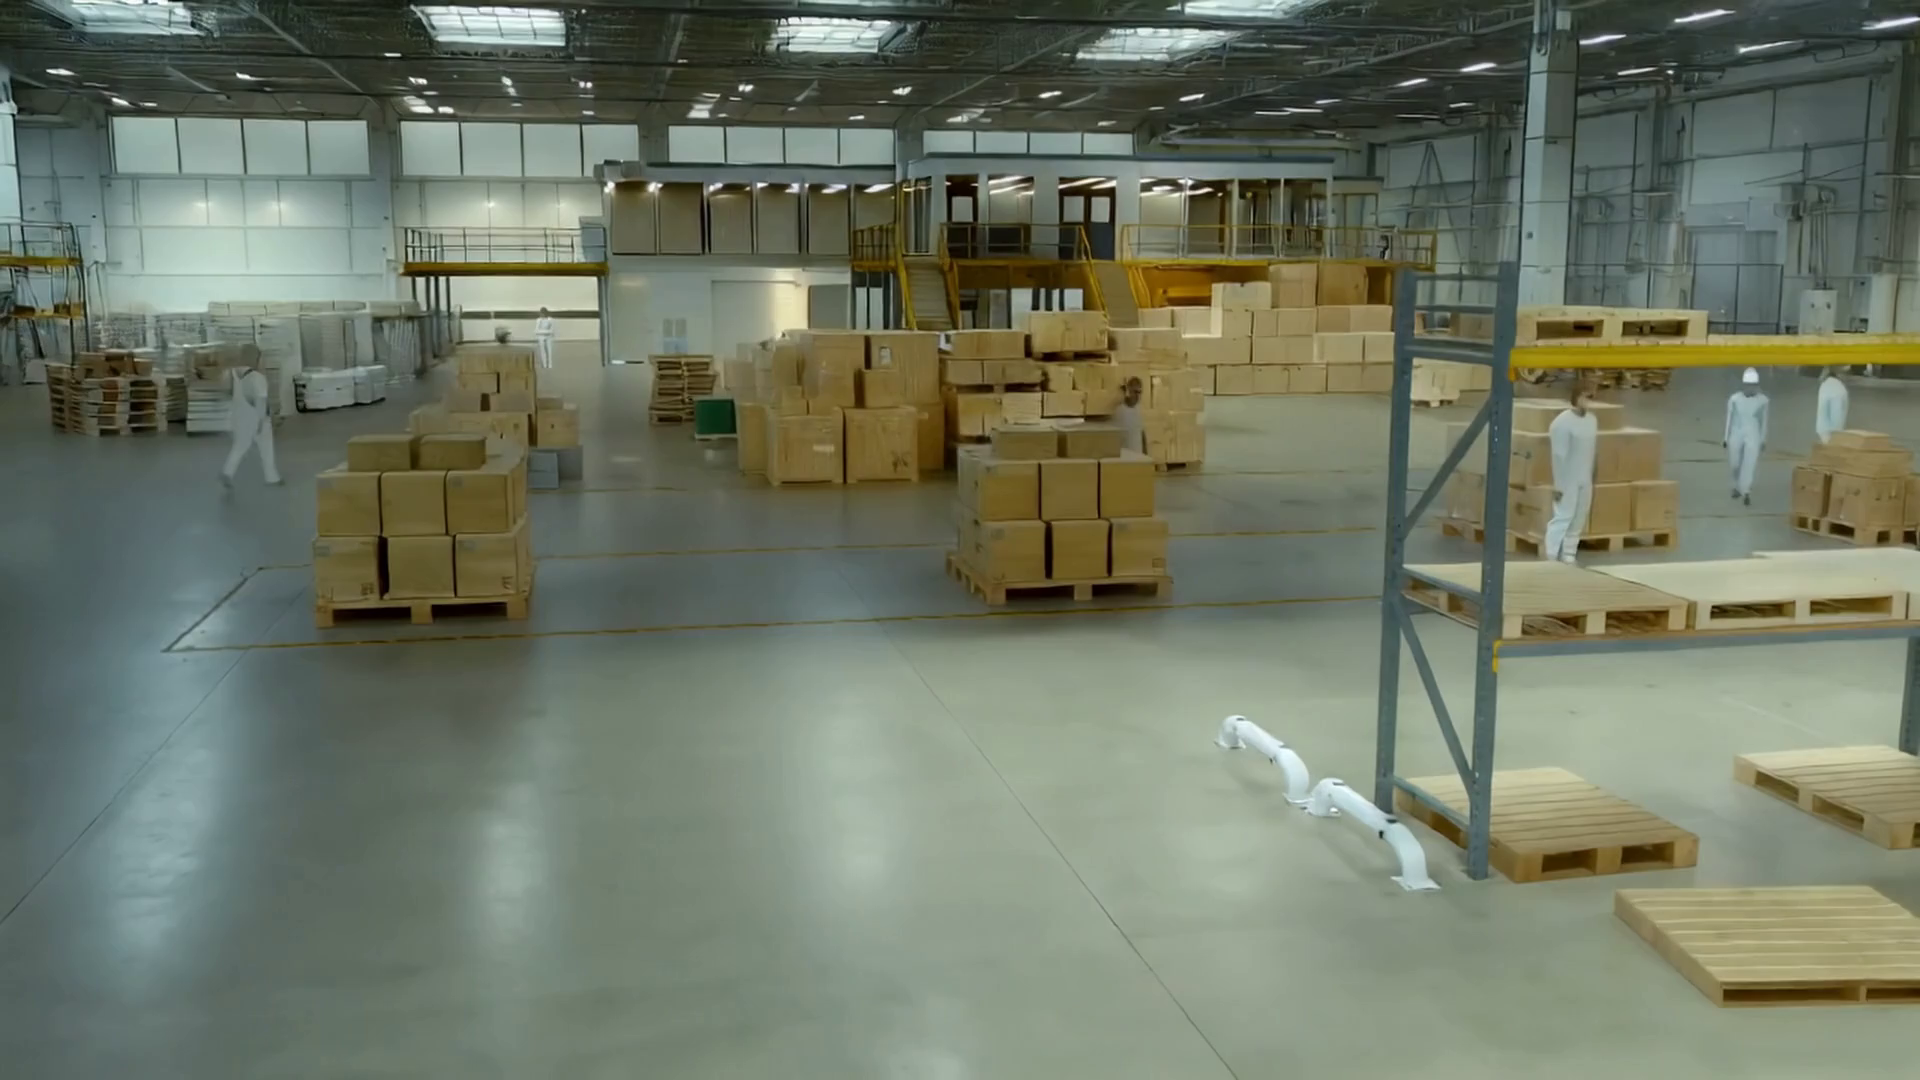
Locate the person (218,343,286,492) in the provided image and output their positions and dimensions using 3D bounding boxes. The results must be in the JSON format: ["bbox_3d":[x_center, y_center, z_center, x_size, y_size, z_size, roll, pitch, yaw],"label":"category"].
[{"bbox_3d":[-9.578,-1.669,22.349,0.685,2.000,0.885,3,10,19],"label":"person"}]

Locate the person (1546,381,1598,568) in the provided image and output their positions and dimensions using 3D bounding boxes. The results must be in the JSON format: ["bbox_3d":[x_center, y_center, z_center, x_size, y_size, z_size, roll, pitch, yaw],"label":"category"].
[{"bbox_3d":[5.827,-0.544,15.810,0.634,1.936,0.355,-7,12,-36],"label":"person"}]

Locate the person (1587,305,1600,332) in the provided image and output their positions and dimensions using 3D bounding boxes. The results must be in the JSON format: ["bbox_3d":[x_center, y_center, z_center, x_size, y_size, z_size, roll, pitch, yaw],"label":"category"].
[{"bbox_3d":[18.039,-5.684,47.134,0.552,1.936,0.359,1,9,4],"label":"person"}]

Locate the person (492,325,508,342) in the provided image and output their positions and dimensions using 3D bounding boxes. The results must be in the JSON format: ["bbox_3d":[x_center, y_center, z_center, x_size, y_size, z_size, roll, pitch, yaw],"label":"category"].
[{"bbox_3d":[-8.203,-2.872,29.876,0.452,1.973,0.650,5,11,29],"label":"person"}]

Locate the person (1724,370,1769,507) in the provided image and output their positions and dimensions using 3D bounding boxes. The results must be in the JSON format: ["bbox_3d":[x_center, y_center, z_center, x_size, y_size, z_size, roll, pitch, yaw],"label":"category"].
[{"bbox_3d":[10.007,-1.314,21.192,0.492,1.718,0.801,4,10,24],"label":"person"}]

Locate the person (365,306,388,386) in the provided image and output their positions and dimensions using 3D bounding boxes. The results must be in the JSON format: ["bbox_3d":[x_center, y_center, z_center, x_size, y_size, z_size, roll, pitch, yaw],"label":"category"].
[{"bbox_3d":[-14.702,-4.885,41.972,0.605,2.034,0.397,5,10,26],"label":"person"}]

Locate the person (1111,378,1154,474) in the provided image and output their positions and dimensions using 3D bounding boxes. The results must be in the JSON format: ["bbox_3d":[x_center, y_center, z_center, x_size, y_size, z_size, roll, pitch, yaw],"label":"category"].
[{"bbox_3d":[1.883,-0.840,17.963,0.961,1.817,0.551,8,13,42],"label":"person"}]

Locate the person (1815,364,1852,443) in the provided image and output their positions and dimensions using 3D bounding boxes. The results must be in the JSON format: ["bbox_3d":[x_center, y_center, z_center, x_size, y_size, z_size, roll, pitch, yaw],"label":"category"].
[{"bbox_3d":[10.643,-1.279,20.303,0.370,1.934,0.627,3,10,16],"label":"person"}]

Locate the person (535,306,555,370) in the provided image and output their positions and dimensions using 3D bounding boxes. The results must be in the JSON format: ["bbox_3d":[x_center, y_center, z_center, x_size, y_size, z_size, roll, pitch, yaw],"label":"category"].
[{"bbox_3d":[-12.145,-5.912,48.678,0.572,1.887,0.354,0,9,3],"label":"person"}]

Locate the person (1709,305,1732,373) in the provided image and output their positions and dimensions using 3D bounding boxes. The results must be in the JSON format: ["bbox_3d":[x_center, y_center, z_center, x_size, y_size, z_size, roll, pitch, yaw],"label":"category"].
[{"bbox_3d":[21.599,-5.701,47.214,0.617,1.943,0.395,8,12,40],"label":"person"}]
